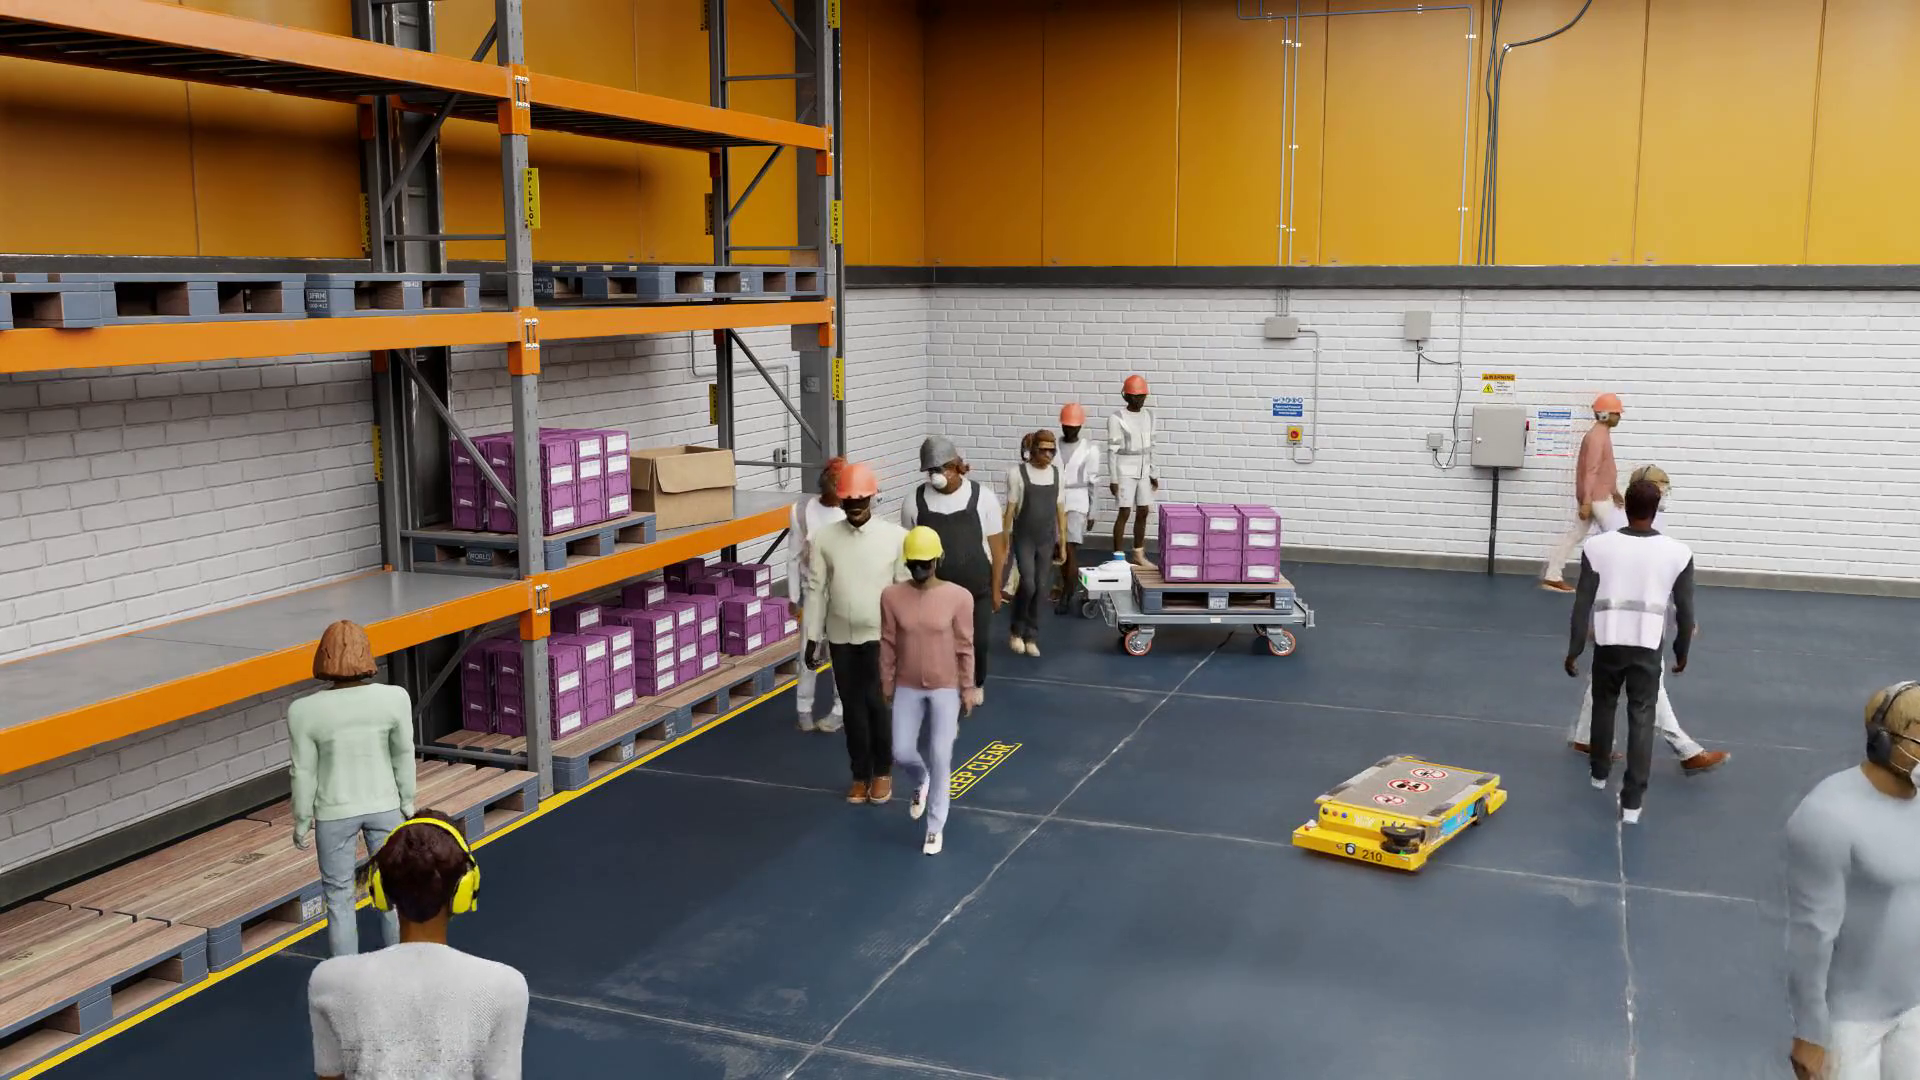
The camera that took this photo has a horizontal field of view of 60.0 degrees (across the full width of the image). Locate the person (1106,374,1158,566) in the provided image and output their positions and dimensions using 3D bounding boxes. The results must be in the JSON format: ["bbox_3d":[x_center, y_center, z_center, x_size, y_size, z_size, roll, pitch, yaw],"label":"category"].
[{"bbox_3d":[1.780,-0.679,17.016,0.619,2.033,0.405,-6,11,-35],"label":"person"}]

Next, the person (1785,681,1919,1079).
[{"bbox_3d":[2.552,1.322,4.804,0.643,1.923,0.704,-4,10,-24],"label":"person"}]

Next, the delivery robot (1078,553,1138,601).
[{"bbox_3d":[1.415,0.360,14.813,0.707,0.478,0.477,-1,9,-4],"label":"delivery robot"}]

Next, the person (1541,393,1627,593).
[{"bbox_3d":[6.030,-0.419,15.689,1.014,1.943,0.608,3,9,16],"label":"person"}]

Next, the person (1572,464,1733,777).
[{"bbox_3d":[4.226,0.491,10.080,1.005,1.890,0.643,7,12,38],"label":"person"}]

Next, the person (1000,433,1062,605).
[{"bbox_3d":[0.663,-0.185,15.262,0.507,1.582,0.842,8,12,41],"label":"person"}]

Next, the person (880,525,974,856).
[{"bbox_3d":[-0.164,0.766,8.829,0.521,1.746,0.513,2,9,11],"label":"person"}]

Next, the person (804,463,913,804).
[{"bbox_3d":[-0.585,0.547,9.480,0.635,1.974,0.492,2,9,12],"label":"person"}]

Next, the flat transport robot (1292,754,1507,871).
[{"bbox_3d":[2.434,1.458,9.102,0.652,0.197,1.431,7,11,36],"label":"flat transport robot"}]

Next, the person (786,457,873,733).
[{"bbox_3d":[-0.862,0.370,11.012,0.584,1.856,0.433,1,9,7],"label":"person"}]

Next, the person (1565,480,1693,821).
[{"bbox_3d":[3.835,0.593,9.526,0.654,1.867,0.954,4,10,21],"label":"person"}]

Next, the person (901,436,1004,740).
[{"bbox_3d":[-0.052,0.252,11.134,0.684,2.000,0.836,0,9,2],"label":"person"}]

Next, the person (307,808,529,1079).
[{"bbox_3d":[-1.236,1.527,3.791,0.524,1.833,0.939,-2,9,-10],"label":"person"}]

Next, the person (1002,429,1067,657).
[{"bbox_3d":[0.605,0.032,13.185,0.539,1.823,0.415,-4,10,-23],"label":"person"}]

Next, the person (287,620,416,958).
[{"bbox_3d":[-2.490,1.136,6.854,0.498,1.634,0.281,-6,11,-32],"label":"person"}]

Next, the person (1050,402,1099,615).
[{"bbox_3d":[0.991,-0.307,15.050,0.565,1.912,0.651,3,10,19],"label":"person"}]
